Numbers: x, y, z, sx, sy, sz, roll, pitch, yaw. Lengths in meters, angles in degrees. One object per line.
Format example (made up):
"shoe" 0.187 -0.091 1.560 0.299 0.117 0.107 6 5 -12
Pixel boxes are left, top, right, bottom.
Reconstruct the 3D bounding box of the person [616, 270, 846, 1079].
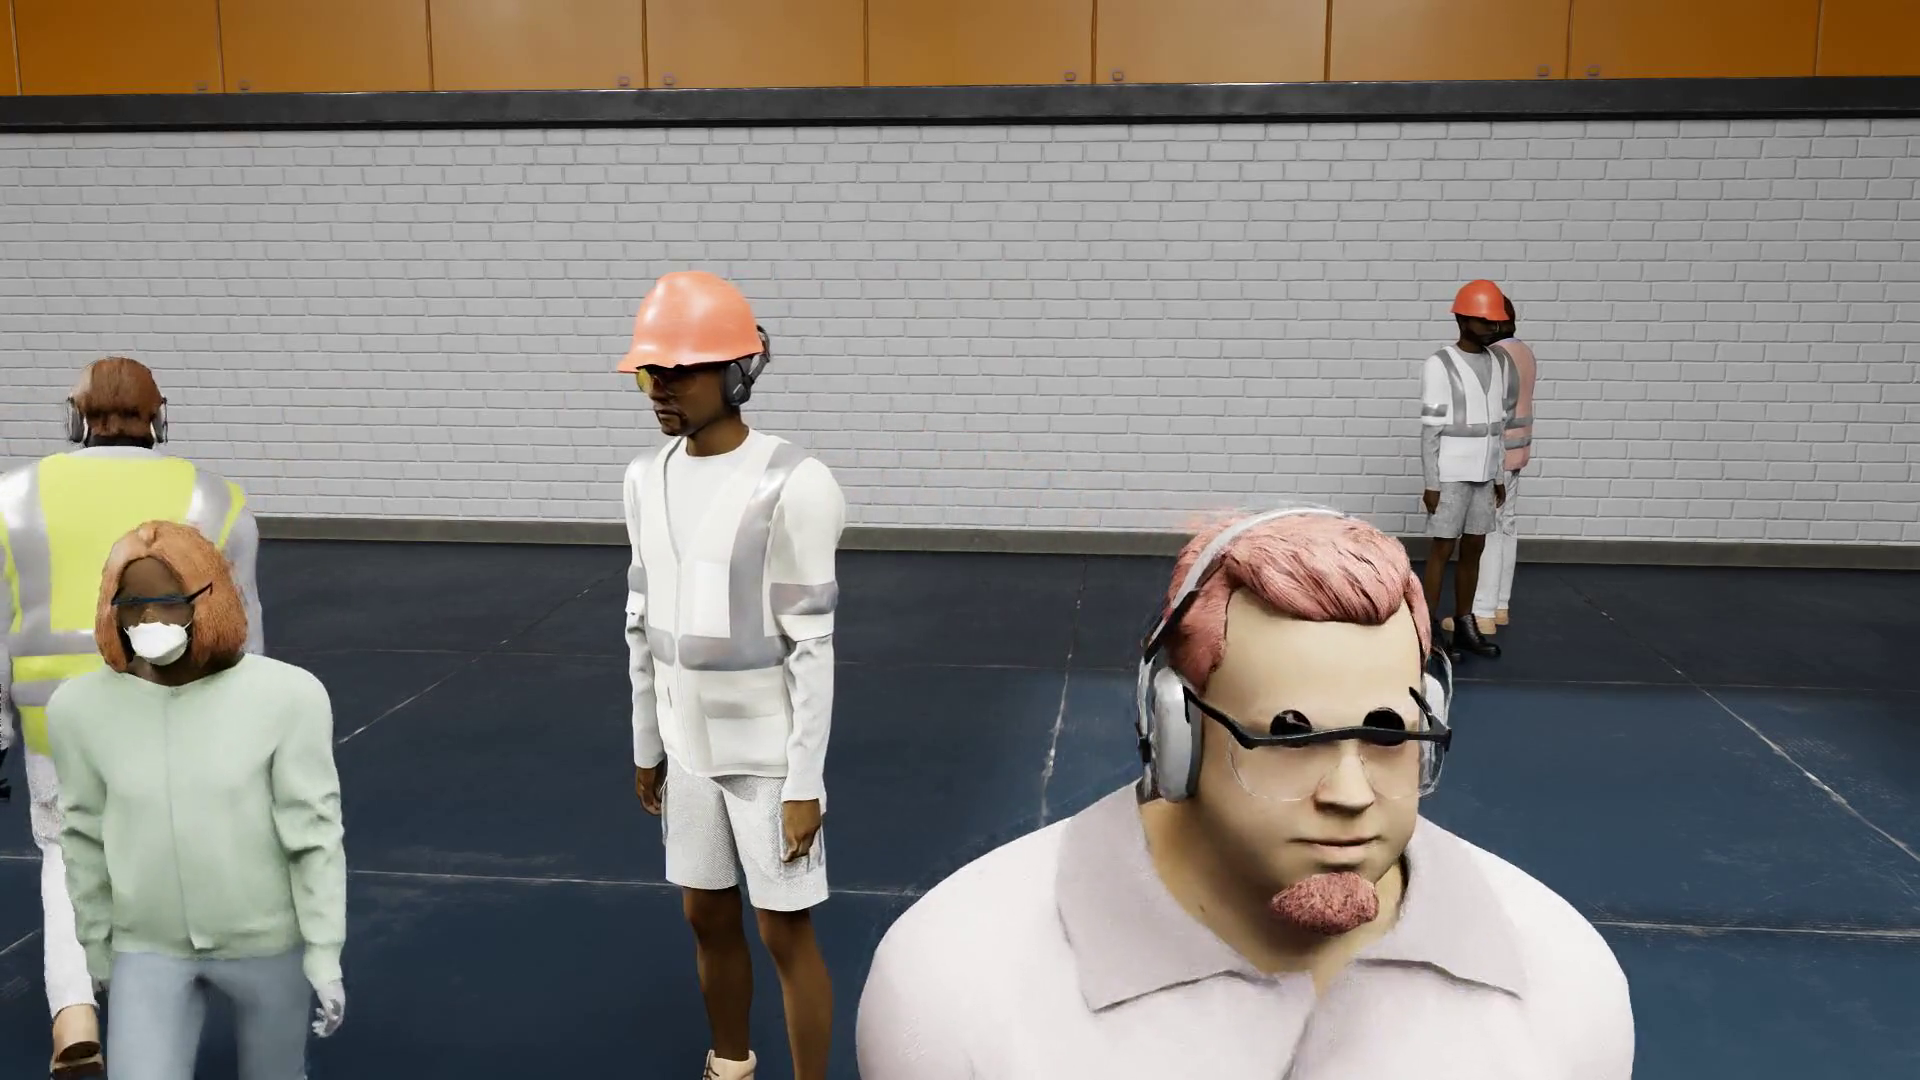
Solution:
"person" -0.520 0.446 3.604 0.601 2.035 0.423 7 12 36

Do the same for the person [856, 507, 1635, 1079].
"person" 0.223 0.880 1.498 0.660 1.893 0.629 -1 10 -4

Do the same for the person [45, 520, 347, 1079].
"person" -1.342 0.770 2.939 0.510 1.599 0.769 -2 10 -11

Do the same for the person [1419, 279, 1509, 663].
"person" 2.562 -0.338 8.383 0.539 1.928 0.384 -5 11 -28

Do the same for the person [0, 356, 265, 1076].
"person" -2.062 0.460 4.132 0.658 1.816 0.442 -4 11 -24

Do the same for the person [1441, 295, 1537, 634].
"person" 2.865 -0.409 9.041 0.429 1.838 0.622 7 12 35
